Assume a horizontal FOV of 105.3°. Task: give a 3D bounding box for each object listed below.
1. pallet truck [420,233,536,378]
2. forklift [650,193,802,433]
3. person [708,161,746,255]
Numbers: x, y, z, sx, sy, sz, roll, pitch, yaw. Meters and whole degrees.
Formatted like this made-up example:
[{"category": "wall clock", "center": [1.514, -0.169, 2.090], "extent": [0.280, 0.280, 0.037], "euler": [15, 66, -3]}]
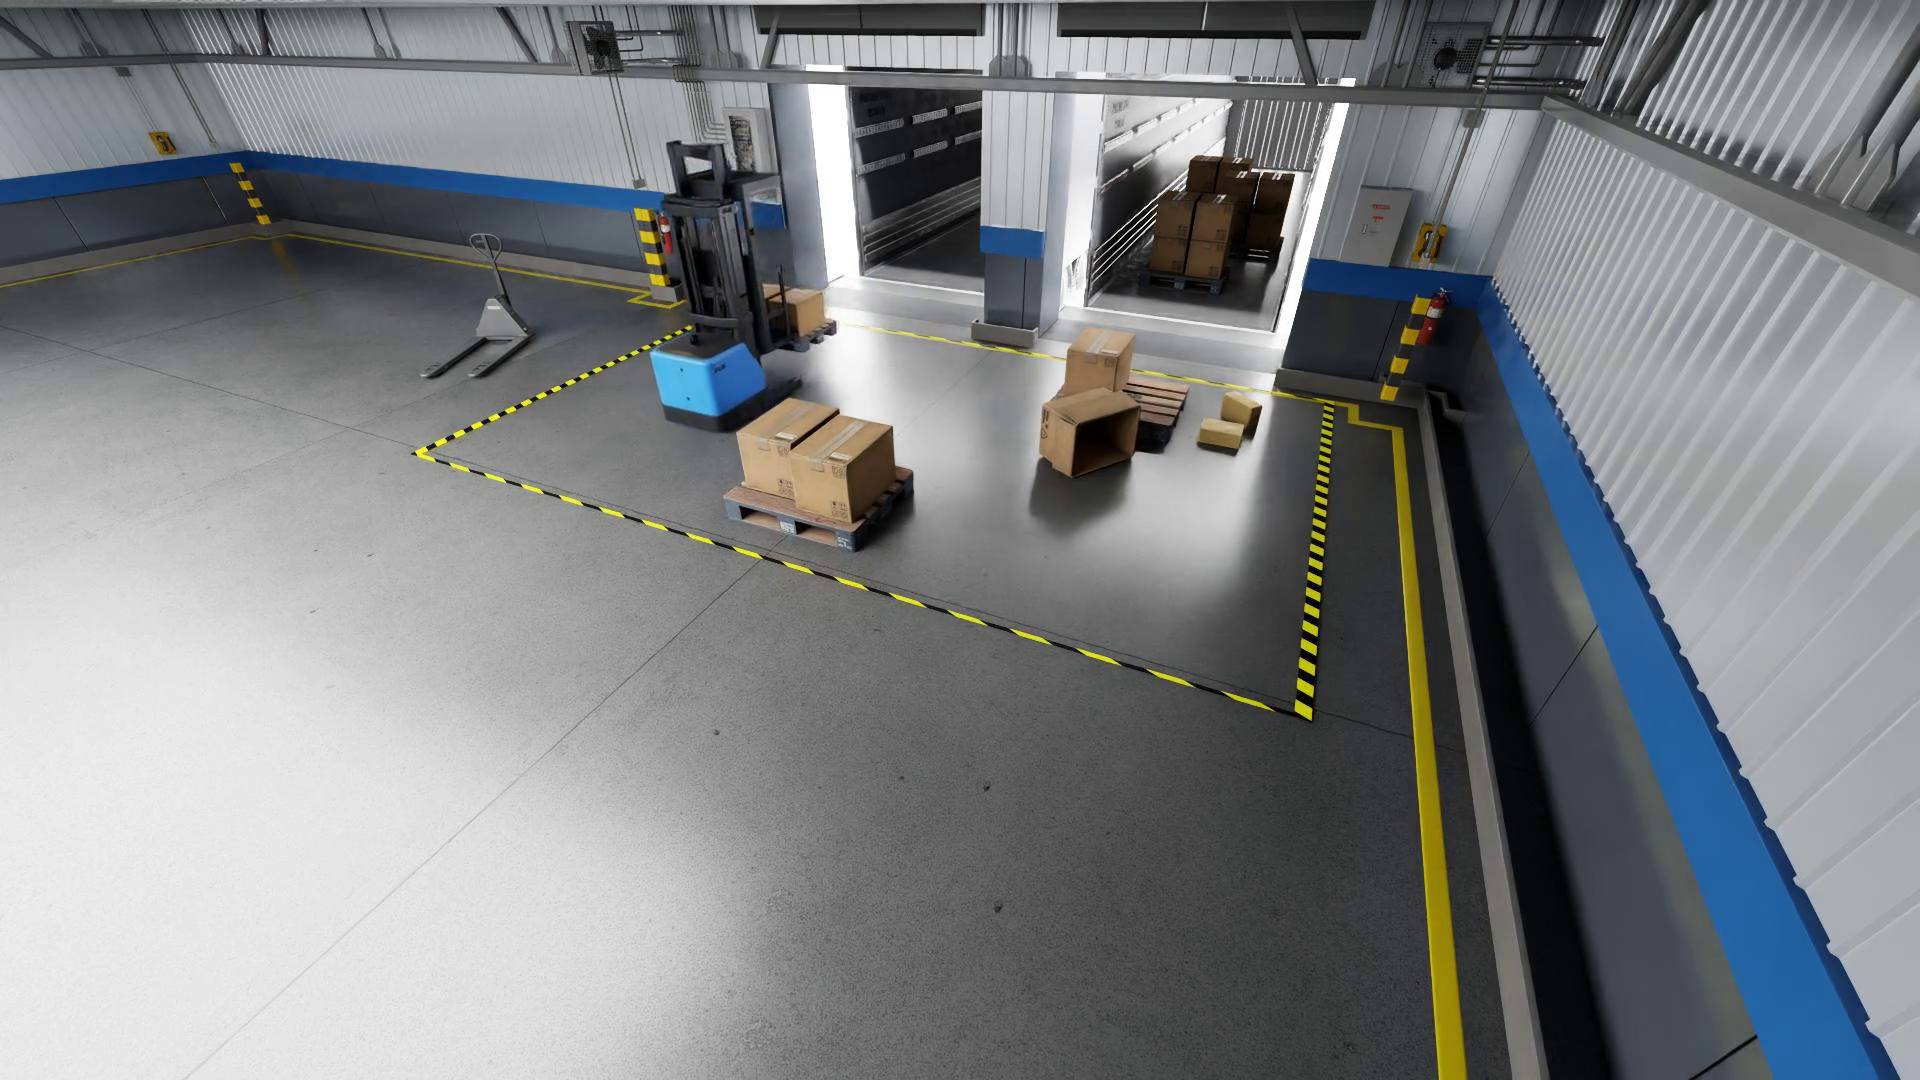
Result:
[{"category": "pallet truck", "center": [-5.664, -2.712, 8.427], "extent": [0.680, 1.201, 1.601], "euler": [0, 35, -1]}, {"category": "forklift", "center": [-2.420, -2.114, 6.896], "extent": [0.716, 2.013, 0.776], "euler": [15, 38, 20]}, {"category": "person", "center": [-2.841, -3.670, 9.161], "extent": [0.403, 1.945, 0.614], "euler": [-23, 42, -29]}]
